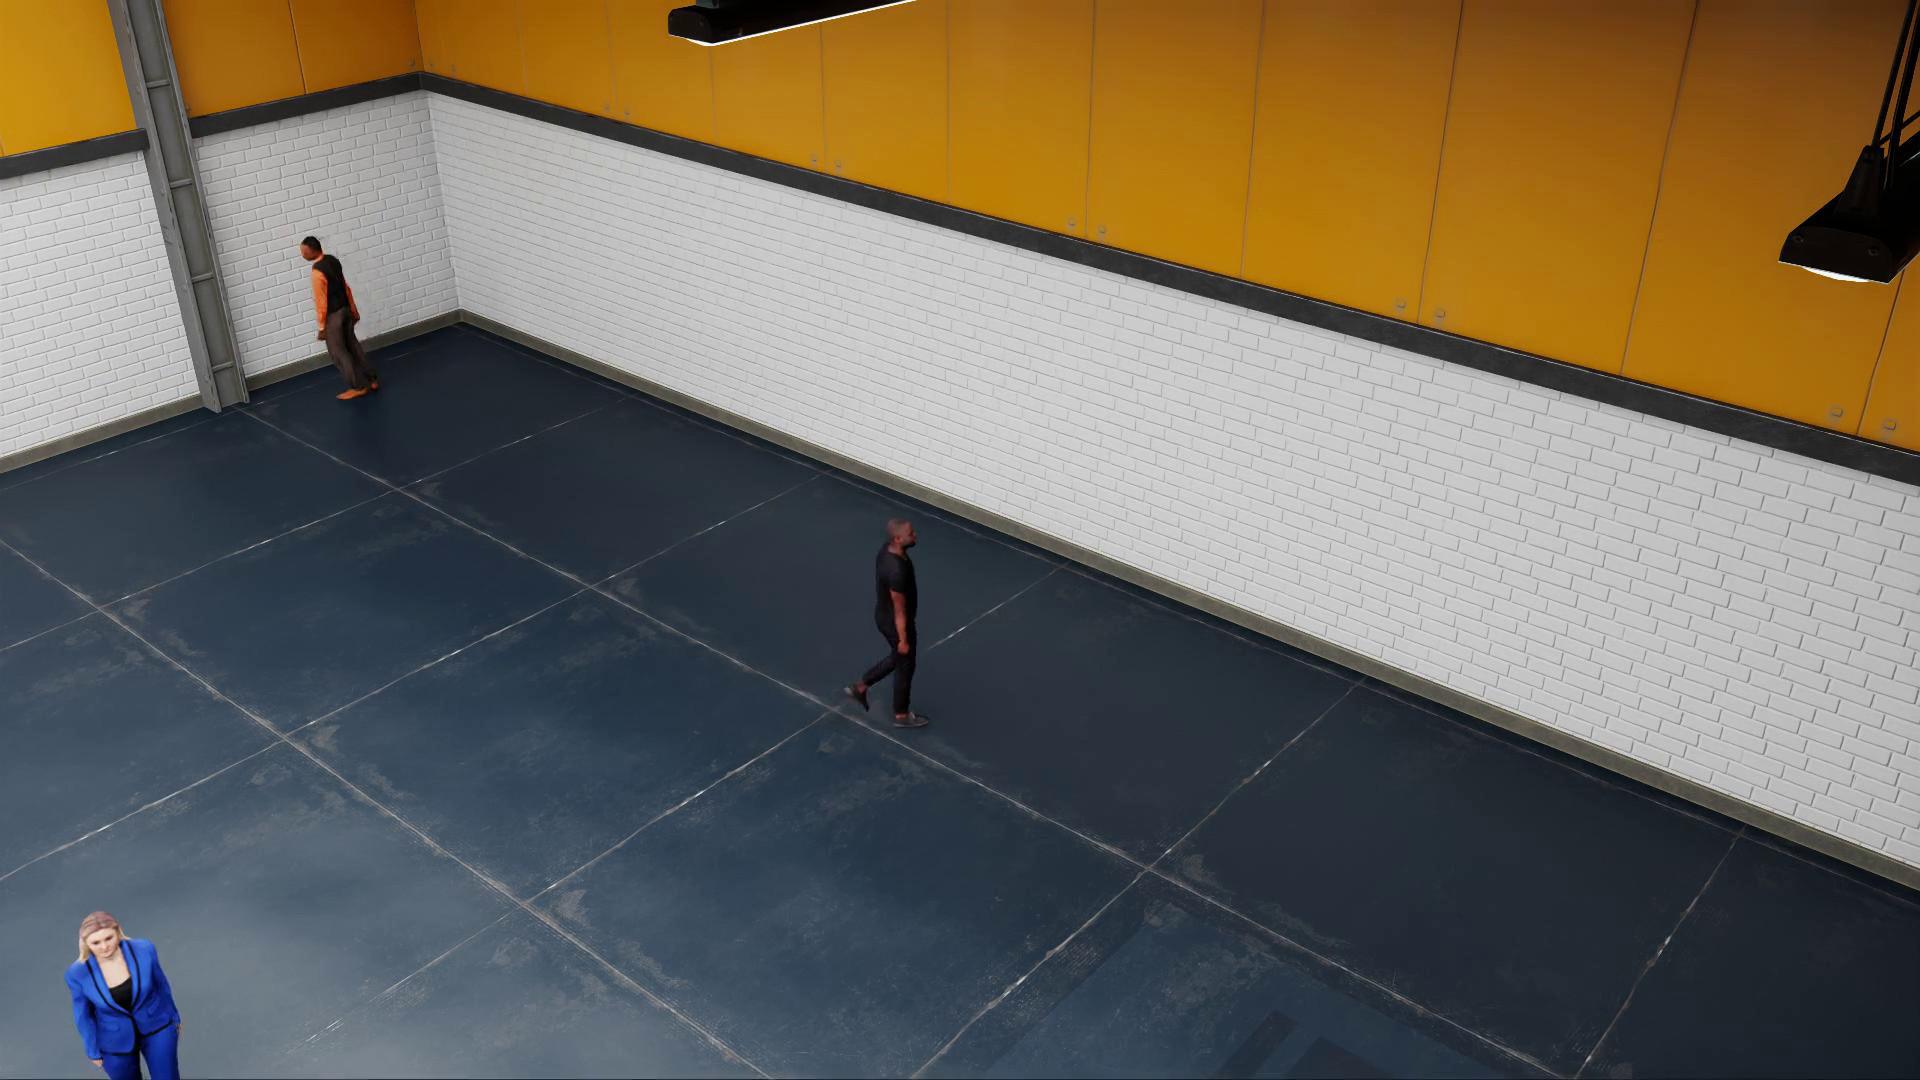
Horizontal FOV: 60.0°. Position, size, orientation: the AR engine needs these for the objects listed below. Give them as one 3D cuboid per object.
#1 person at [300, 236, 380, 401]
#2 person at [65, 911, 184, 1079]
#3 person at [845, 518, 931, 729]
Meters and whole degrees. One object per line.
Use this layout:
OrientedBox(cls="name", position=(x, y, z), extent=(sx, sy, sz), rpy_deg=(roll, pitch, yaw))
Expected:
OrientedBox(cls="person", position=(-6.720, -2.433, 18.106), extent=(1.041, 1.875, 0.897), rpy_deg=(9, 30, 17))
OrientedBox(cls="person", position=(-4.485, 2.634, 9.013), extent=(0.915, 1.686, 0.812), rpy_deg=(-20, 35, -32))
OrientedBox(cls="person", position=(-0.557, 0.648, 12.526), extent=(1.027, 1.808, 0.968), rpy_deg=(-2, 29, -4))
